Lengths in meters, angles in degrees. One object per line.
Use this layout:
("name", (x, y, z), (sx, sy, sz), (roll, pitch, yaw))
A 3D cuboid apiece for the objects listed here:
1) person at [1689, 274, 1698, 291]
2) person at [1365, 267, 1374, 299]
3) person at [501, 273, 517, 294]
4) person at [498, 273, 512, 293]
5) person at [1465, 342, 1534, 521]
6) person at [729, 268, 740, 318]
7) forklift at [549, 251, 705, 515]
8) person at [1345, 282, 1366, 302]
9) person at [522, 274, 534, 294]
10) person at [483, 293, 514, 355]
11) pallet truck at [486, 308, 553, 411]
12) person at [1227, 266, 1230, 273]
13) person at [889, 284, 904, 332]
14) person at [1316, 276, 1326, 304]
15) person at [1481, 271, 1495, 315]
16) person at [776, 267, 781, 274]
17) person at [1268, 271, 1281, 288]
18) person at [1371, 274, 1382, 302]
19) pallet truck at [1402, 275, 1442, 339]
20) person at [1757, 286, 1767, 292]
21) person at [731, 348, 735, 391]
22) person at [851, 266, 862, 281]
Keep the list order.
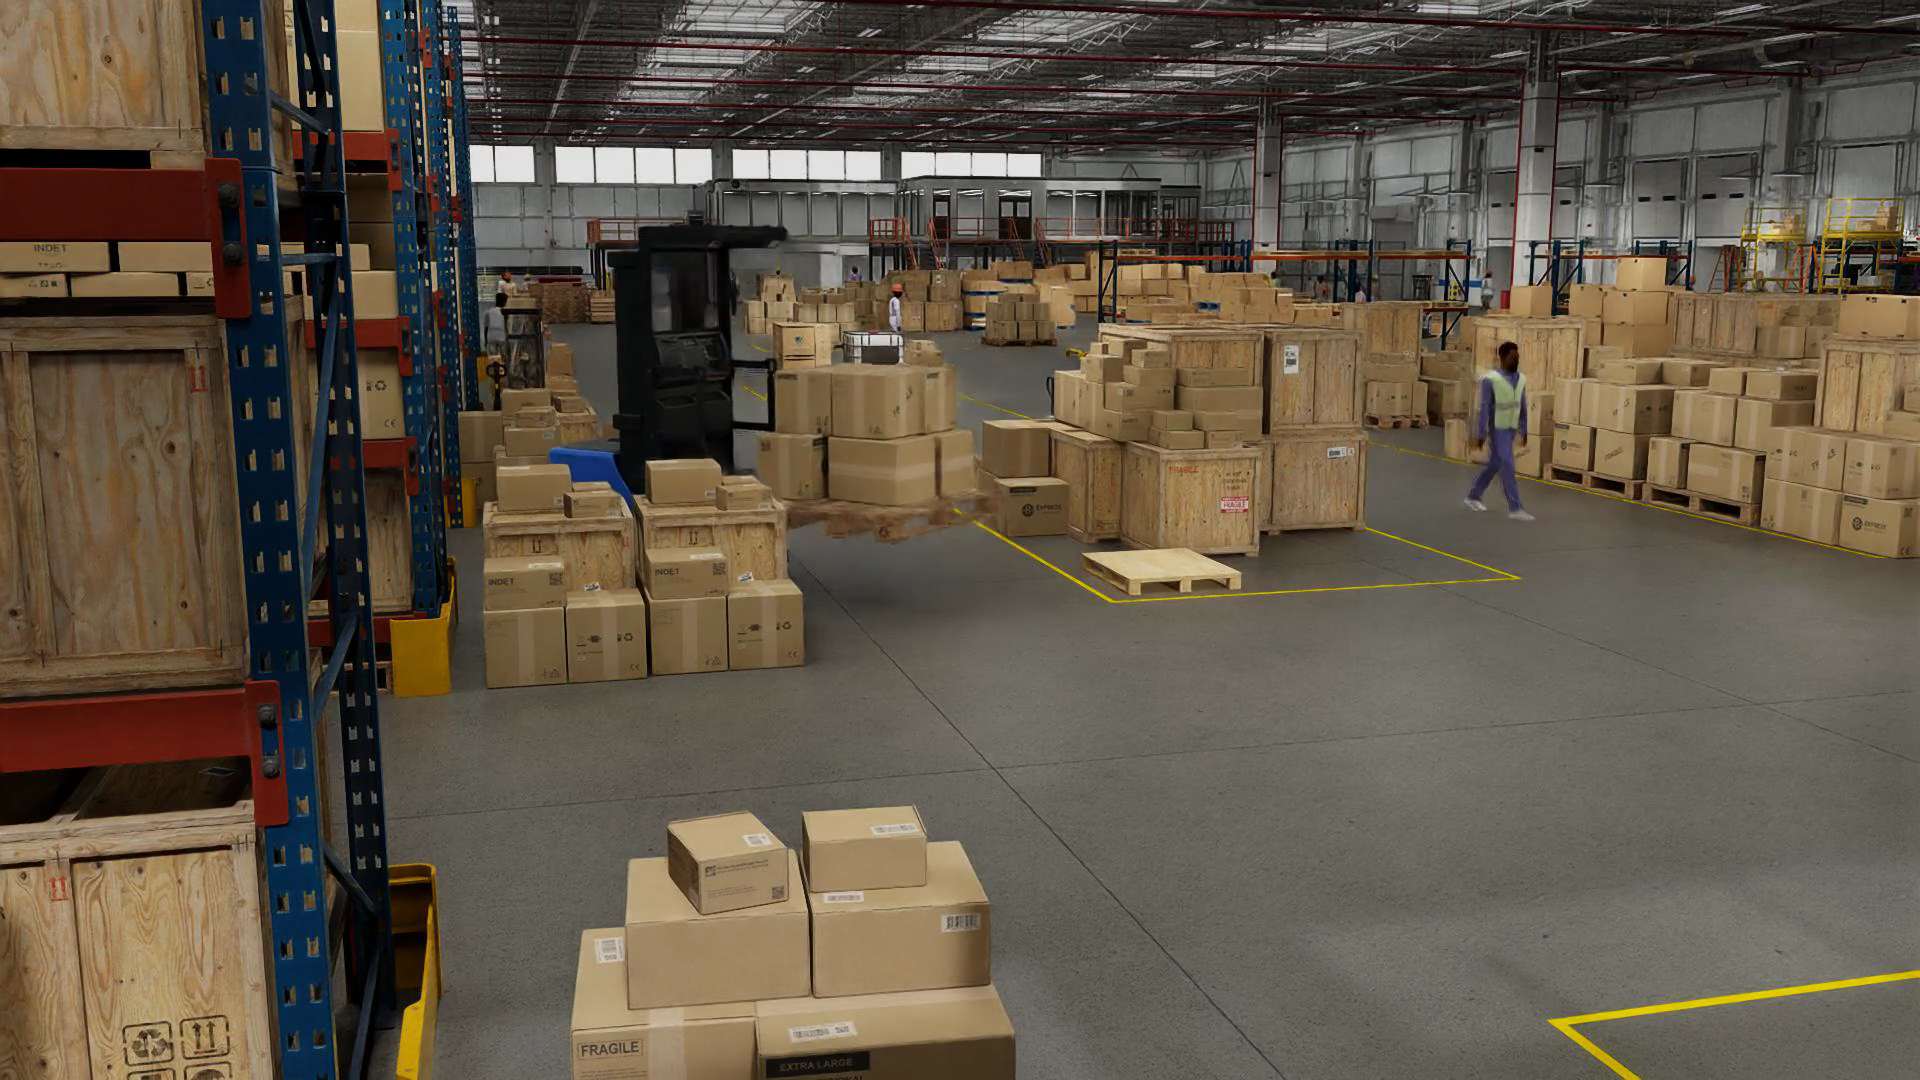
("person", (24.004, -7.750, 54.636), (0.461, 1.983, 0.633), (1, 10, 3))
("person", (19.164, -11.797, 77.647), (1.014, 1.940, 0.637), (2, 10, 10))
("person", (-16.060, -8.535, 59.172), (0.551, 1.934, 0.373), (1, 10, 6))
("person", (-17.726, -9.516, 64.977), (0.579, 1.860, 0.863), (-2, 10, -9))
("person", (5.779, -1.183, 17.740), (0.603, 1.877, 0.978), (-6, 12, -32))
("person", (-9.191, -9.931, 66.787), (0.687, 2.000, 0.769), (0, 10, -2))
("forklift", (-2.647, -1.154, 14.706), (1.873, 2.768, 1.129), (6, 12, 29))
("person", (11.520, -6.593, 48.446), (0.622, 1.844, 0.429), (-1, 10, -8))
("person", (-17.899, -10.177, 69.048), (0.524, 1.746, 0.659), (3, 10, 15))
("person", (-9.509, -4.130, 34.272), (0.708, 1.915, 0.794), (1, 10, 4))
("pallet truck", (-6.242, -2.418, 24.362), (0.823, 1.965, 1.885), (1, 10, 3))
("person", (12.679, -12.031, 78.937), (0.604, 1.949, 0.389), (3, 10, 16))
("person", (-1.560, -5.363, 41.211), (0.376, 1.936, 0.549), (-3, 10, -16))
("person", (14.813, -9.971, 68.009), (0.547, 1.681, 0.539), (-4, 11, -24))
("person", (21.302, -9.896, 67.023), (0.607, 1.887, 0.686), (-3, 10, -16))
("person", (-8.141, -11.259, 74.617), (0.588, 1.930, 0.361), (4, 11, 20))
("person", (13.030, -10.305, 69.541), (0.861, 1.809, 0.651), (-9, 13, -41))
("person", (16.871, -9.904, 67.477), (0.528, 1.738, 0.752), (-4, 11, -24))
("pallet truck", (14.620, -7.324, 52.145), (0.823, 1.965, 1.885), (8, 13, 40))
("person", (18.900, -5.047, 39.470), (0.385, 1.930, 0.643), (4, 11, 22))
("person", (-3.708, -2.418, 25.352), (0.545, 1.646, 0.888), (0, 10, 1))
("person", (-4.479, -10.711, 71.215), (0.393, 2.036, 0.605), (9, 13, 41))
